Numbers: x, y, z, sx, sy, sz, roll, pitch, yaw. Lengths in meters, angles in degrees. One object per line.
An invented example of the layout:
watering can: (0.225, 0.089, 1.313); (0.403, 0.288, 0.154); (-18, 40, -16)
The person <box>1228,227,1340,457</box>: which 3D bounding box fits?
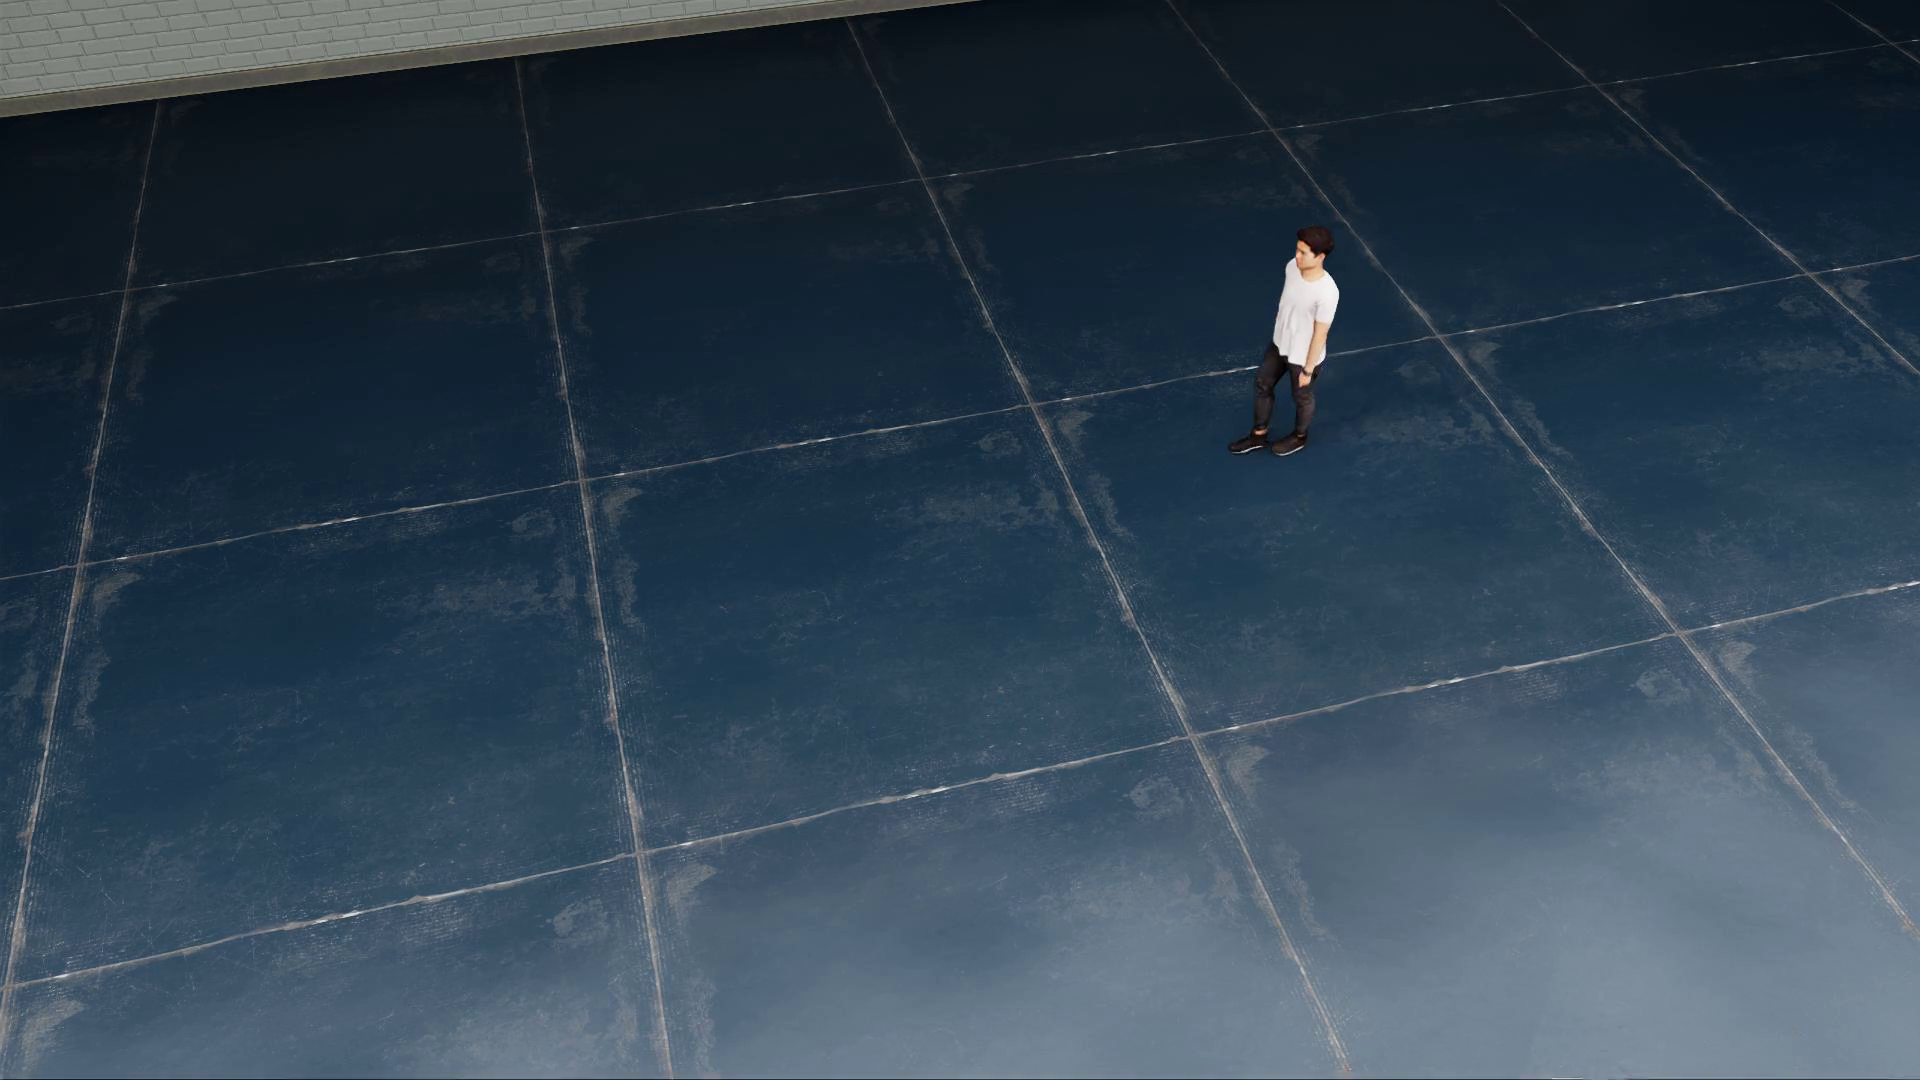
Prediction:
person: (2.150, -1.217, 10.239); (0.798, 1.707, 0.762); (-18, 46, -18)
